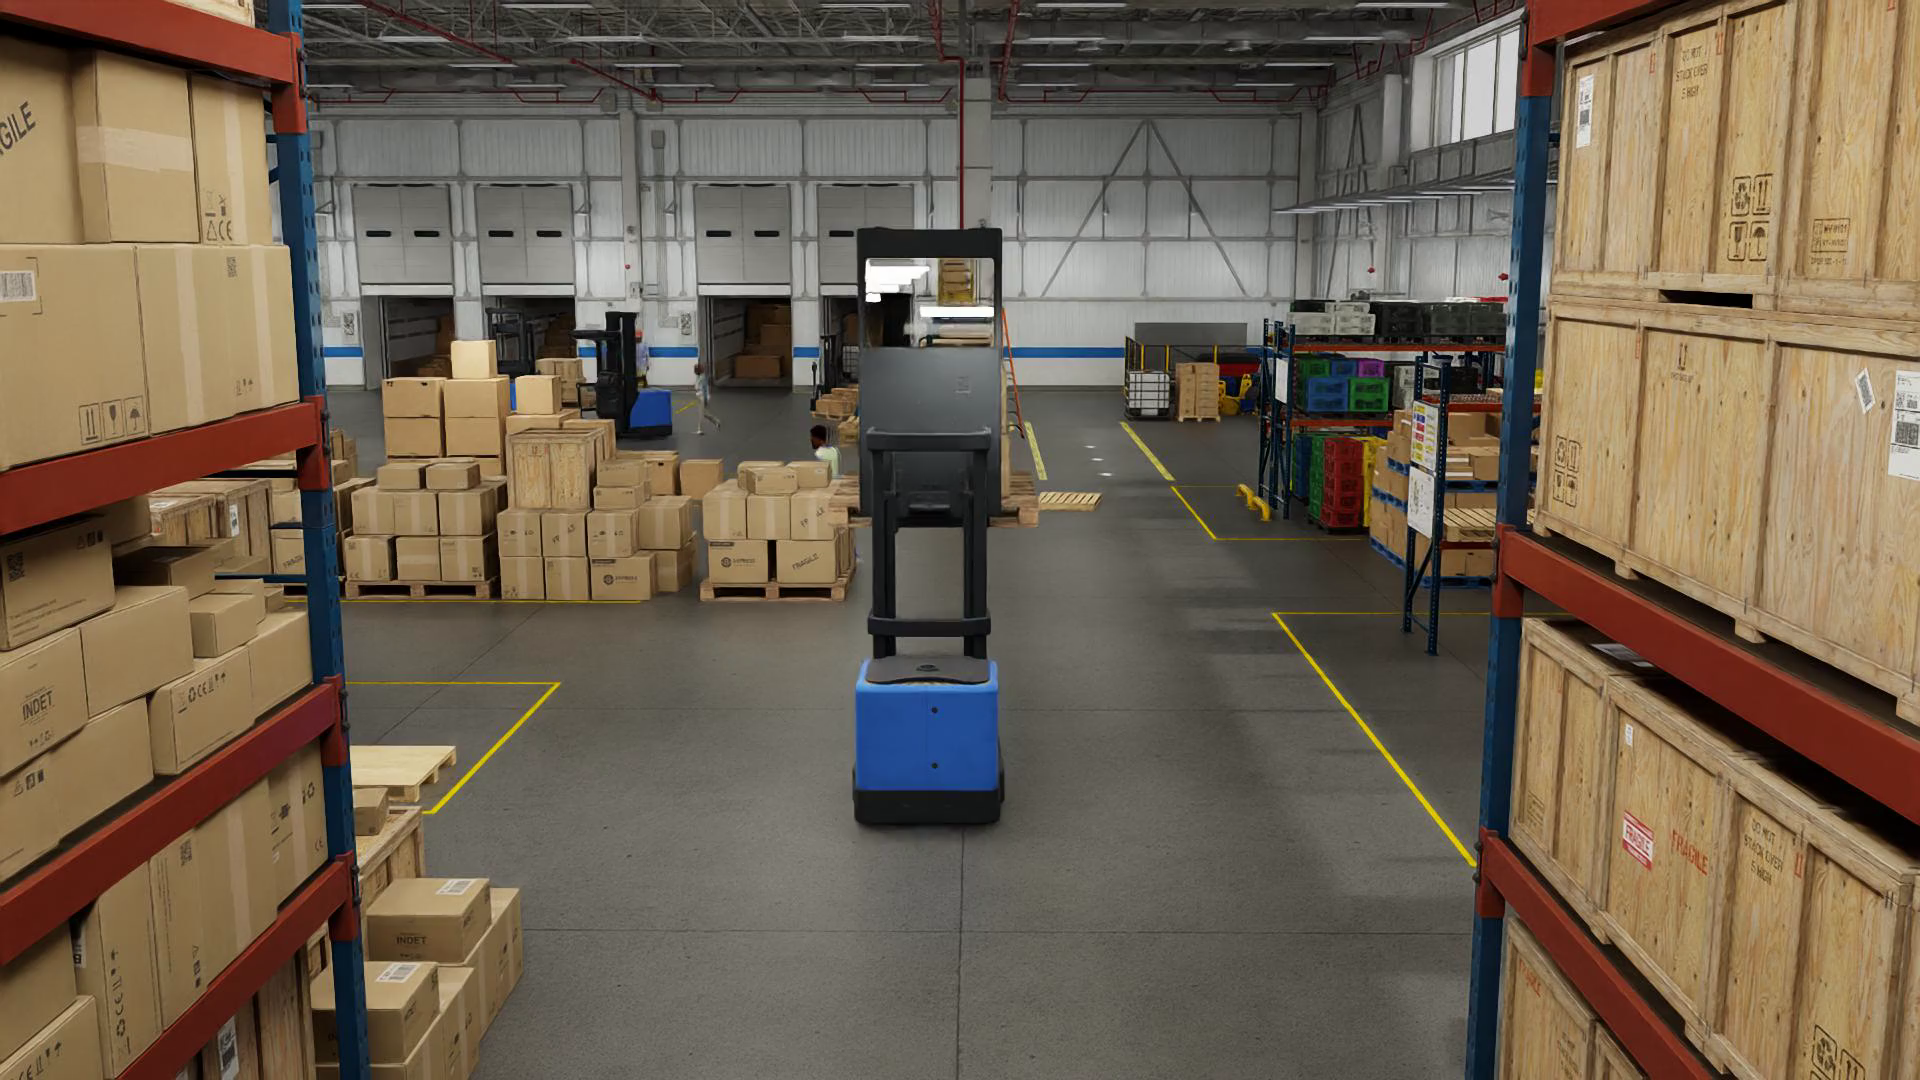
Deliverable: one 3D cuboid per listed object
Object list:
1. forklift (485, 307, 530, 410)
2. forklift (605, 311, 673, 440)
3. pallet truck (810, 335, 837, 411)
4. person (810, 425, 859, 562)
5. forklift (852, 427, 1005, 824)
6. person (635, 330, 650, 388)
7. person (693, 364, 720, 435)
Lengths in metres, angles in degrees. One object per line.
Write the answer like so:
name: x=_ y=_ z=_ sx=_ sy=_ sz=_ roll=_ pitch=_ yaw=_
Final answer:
forklift: x=-10.754 y=-4.150 z=39.646 sx=1.129 sy=2.768 sz=1.873 roll=0 pitch=10 yaw=1
forklift: x=-7.424 y=-3.634 z=36.666 sx=1.873 sy=2.768 sz=1.129 roll=-7 pitch=12 yaw=-36
pallet truck: x=-3.021 y=-4.312 z=43.126 sx=1.885 sy=1.965 sz=0.823 roll=3 pitch=10 yaw=17
person: x=-1.799 y=-0.603 z=22.149 sx=1.033 sy=1.856 sz=0.599 roll=2 pitch=10 yaw=13
forklift: x=-0.229 y=0.544 z=12.566 sx=1.129 sy=2.768 sz=1.873 roll=0 pitch=10 yaw=1
person: x=-9.123 y=-5.014 z=47.387 sx=0.548 sy=1.929 sz=0.387 roll=1 pitch=10 yaw=5
person: x=-5.792 y=-3.215 z=37.905 sx=0.637 sy=1.613 sz=0.548 roll=-5 pitch=11 yaw=-24
